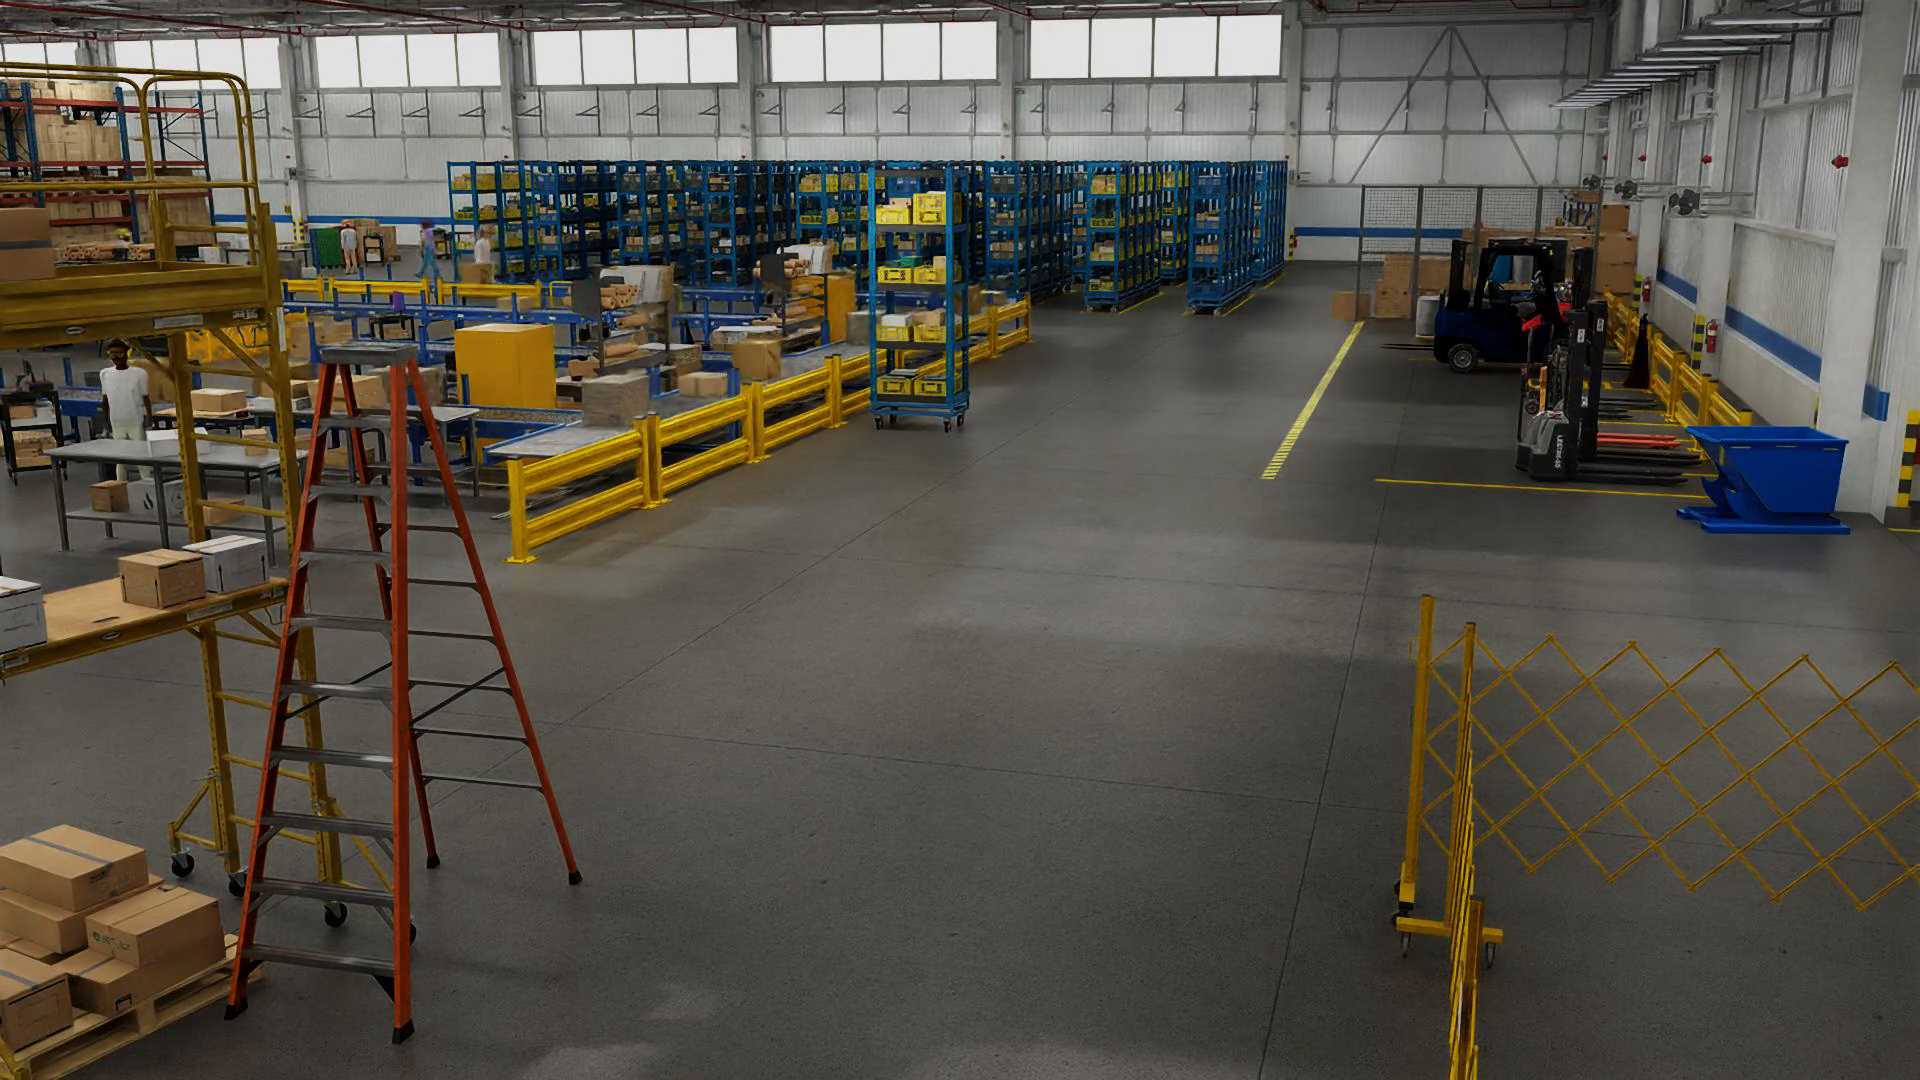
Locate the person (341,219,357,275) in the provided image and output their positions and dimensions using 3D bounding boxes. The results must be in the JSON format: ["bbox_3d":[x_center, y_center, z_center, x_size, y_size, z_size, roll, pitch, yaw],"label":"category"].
[{"bbox_3d":[-19.514,-9.340,53.075,0.334,1.749,0.575,8,15,32],"label":"person"}]

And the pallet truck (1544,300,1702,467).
[{"bbox_3d":[8.263,-1.952,20.631,1.885,1.965,0.823,5,14,20],"label":"pallet truck"}]

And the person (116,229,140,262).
[{"bbox_3d":[-22.662,-7.584,45.418,0.935,1.779,0.596,5,14,19],"label":"person"}]

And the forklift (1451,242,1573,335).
[{"bbox_3d":[10.464,-4.597,31.405,2.680,1.987,1.157,4,14,16],"label":"forklift"}]

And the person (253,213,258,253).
[{"bbox_3d":[-26.090,-11.352,61.864,0.495,1.708,0.846,-11,17,-41],"label":"person"}]

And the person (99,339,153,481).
[{"bbox_3d":[-8.861,-1.210,17.704,0.515,1.873,0.329,-3,13,-11],"label":"person"}]

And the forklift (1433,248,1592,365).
[{"bbox_3d":[9.780,-4.111,29.280,2.680,1.987,1.157,3,13,14],"label":"forklift"}]

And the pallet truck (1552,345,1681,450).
[{"bbox_3d":[8.641,-1.896,21.908,1.630,1.274,0.653,4,14,16],"label":"pallet truck"}]

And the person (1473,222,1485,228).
[{"bbox_3d":[14.268,-7.822,46.028,0.403,1.987,0.608,5,14,22],"label":"person"}]

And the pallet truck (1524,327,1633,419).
[{"bbox_3d":[9.065,-2.460,24.370,1.522,1.261,0.704,3,13,14],"label":"pallet truck"}]

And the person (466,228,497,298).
[{"bbox_3d":[-12.708,-7.370,44.356,1.009,1.862,0.655,3,13,12],"label":"person"}]

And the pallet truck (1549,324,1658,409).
[{"bbox_3d":[9.824,-2.669,25.407,1.601,1.201,0.680,4,14,16],"label":"pallet truck"}]

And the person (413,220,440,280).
[{"bbox_3d":[-16.420,-8.893,51.040,0.955,1.794,0.593,1,13,3],"label":"person"}]

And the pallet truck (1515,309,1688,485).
[{"bbox_3d":[7.554,-1.677,19.446,1.885,1.965,0.823,3,13,14],"label":"pallet truck"}]
